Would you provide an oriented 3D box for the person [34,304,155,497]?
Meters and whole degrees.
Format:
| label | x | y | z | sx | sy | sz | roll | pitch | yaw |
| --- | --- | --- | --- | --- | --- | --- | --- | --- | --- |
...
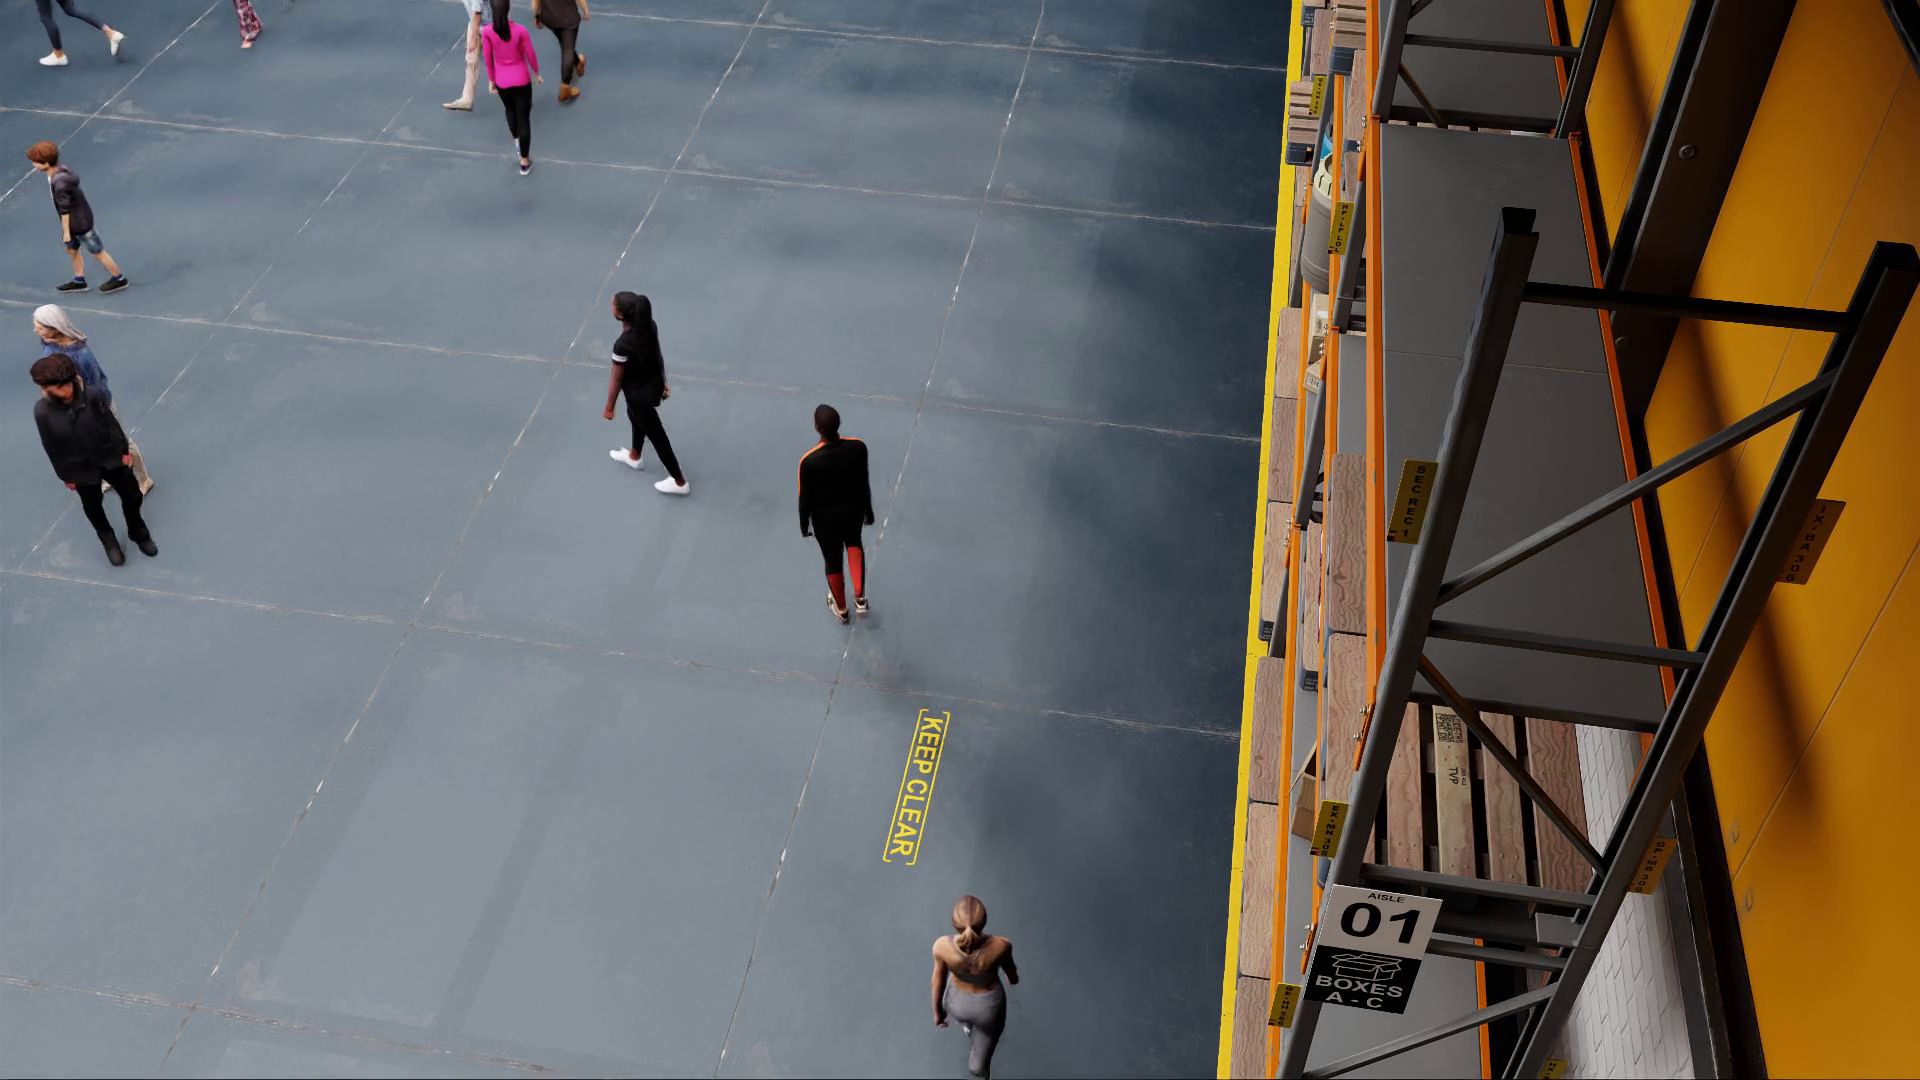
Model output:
| label | x | y | z | sx | sy | sz | roll | pitch | yaw |
| --- | --- | --- | --- | --- | --- | --- | --- | --- | --- |
| person | -6.206 | -0.999 | 11.890 | 0.680 | 1.698 | 0.665 | 20 | 47 | 19 |

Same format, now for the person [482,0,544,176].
| label | x | y | z | sx | sy | sz | roll | pitch | yaw |
| --- | --- | --- | --- | --- | --- | --- | --- | --- | --- |
| person | -4.095 | -4.129 | 15.191 | 0.685 | 1.677 | 0.881 | 0 | 44 | 0 |

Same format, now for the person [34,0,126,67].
| label | x | y | z | sx | sy | sz | roll | pitch | yaw |
| --- | --- | --- | --- | --- | --- | --- | --- | --- | --- |
| person | -9.019 | -5.587 | 16.638 | 0.861 | 1.782 | 1.118 | -3 | 44 | -3 |

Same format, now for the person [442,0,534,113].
| label | x | y | z | sx | sy | sz | roll | pitch | yaw |
| --- | --- | --- | --- | --- | --- | --- | --- | --- | --- |
| person | -4.445 | -4.922 | 15.916 | 1.102 | 1.815 | 1.107 | -20 | 47 | -20 |

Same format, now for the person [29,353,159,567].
| label | x | y | z | sx | sy | sz | roll | pitch | yaw |
| --- | --- | --- | --- | --- | --- | --- | --- | --- | --- |
| person | -5.969 | -0.594 | 11.419 | 0.751 | 1.752 | 0.822 | -26 | 50 | -25 |

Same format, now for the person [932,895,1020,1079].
| label | x | y | z | sx | sy | sz | roll | pitch | yaw |
| --- | --- | --- | --- | --- | --- | --- | --- | --- | --- |
| person | 0.072 | 2.413 | 8.333 | 0.572 | 1.654 | 1.122 | 6 | 44 | 6 |

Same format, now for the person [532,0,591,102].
| label | x | y | z | sx | sy | sz | roll | pitch | yaw |
| --- | --- | --- | --- | --- | --- | --- | --- | --- | --- |
| person | -3.928 | -5.105 | 16.220 | 0.687 | 1.661 | 1.081 | 11 | 45 | 12 |

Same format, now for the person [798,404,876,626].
| label | x | y | z | sx | sy | sz | roll | pitch | yaw |
| --- | --- | --- | --- | --- | --- | --- | --- | --- | --- |
| person | -0.765 | -0.107 | 10.874 | 0.804 | 1.797 | 0.853 | -15 | 46 | -15 |

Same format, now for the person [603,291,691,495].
| label | x | y | z | sx | sy | sz | roll | pitch | yaw |
| --- | --- | --- | --- | --- | --- | --- | --- | --- | --- |
| person | -2.179 | -1.007 | 11.885 | 0.774 | 1.706 | 0.928 | 11 | 45 | 12 |

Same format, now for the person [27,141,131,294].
| label | x | y | z | sx | sy | sz | roll | pitch | yaw |
| --- | --- | --- | --- | --- | --- | --- | --- | --- | --- |
| person | -7.286 | -2.679 | 13.841 | 0.856 | 1.430 | 0.825 | -20 | 47 | -20 |
